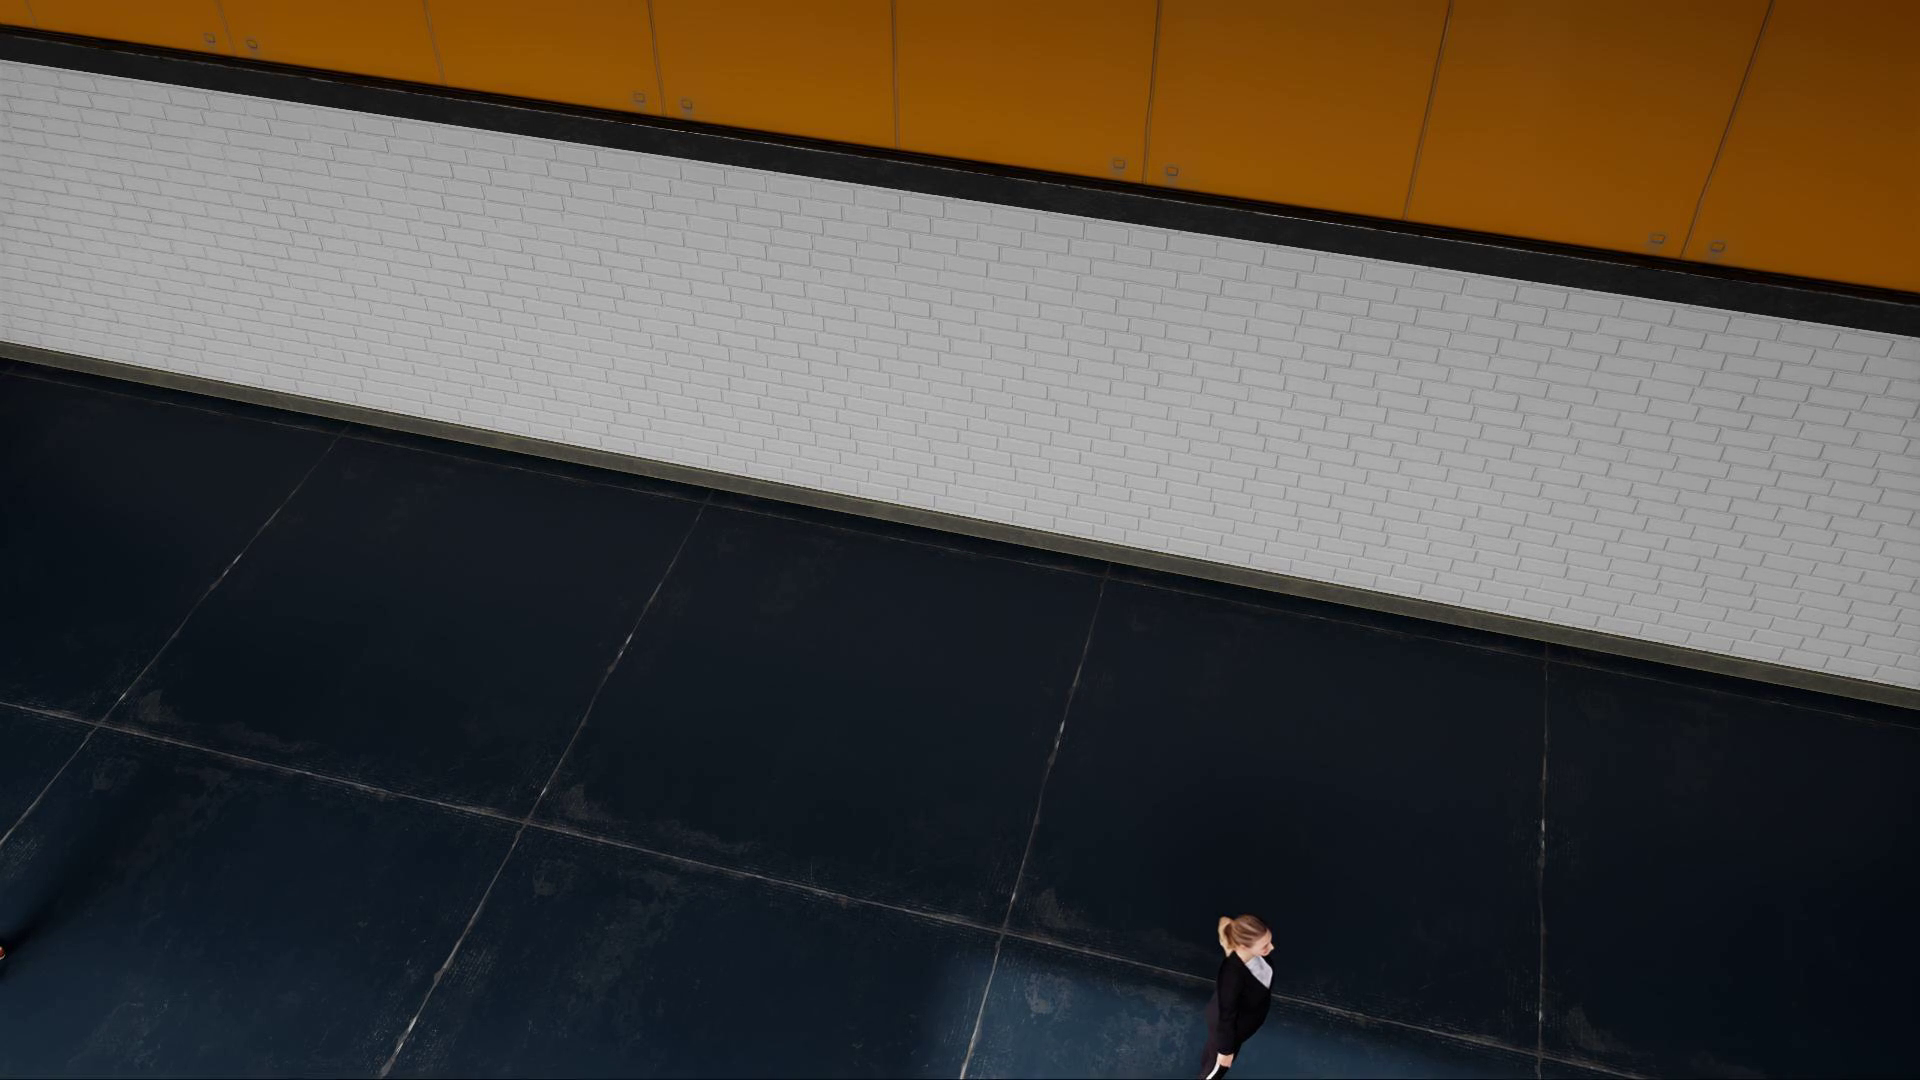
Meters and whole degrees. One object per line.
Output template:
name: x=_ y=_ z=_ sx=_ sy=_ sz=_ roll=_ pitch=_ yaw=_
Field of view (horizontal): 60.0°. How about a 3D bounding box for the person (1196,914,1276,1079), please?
person: x=1.339 y=2.365 z=8.234 sx=0.695 sy=1.707 sz=0.501 roll=15 pitch=46 yaw=15
